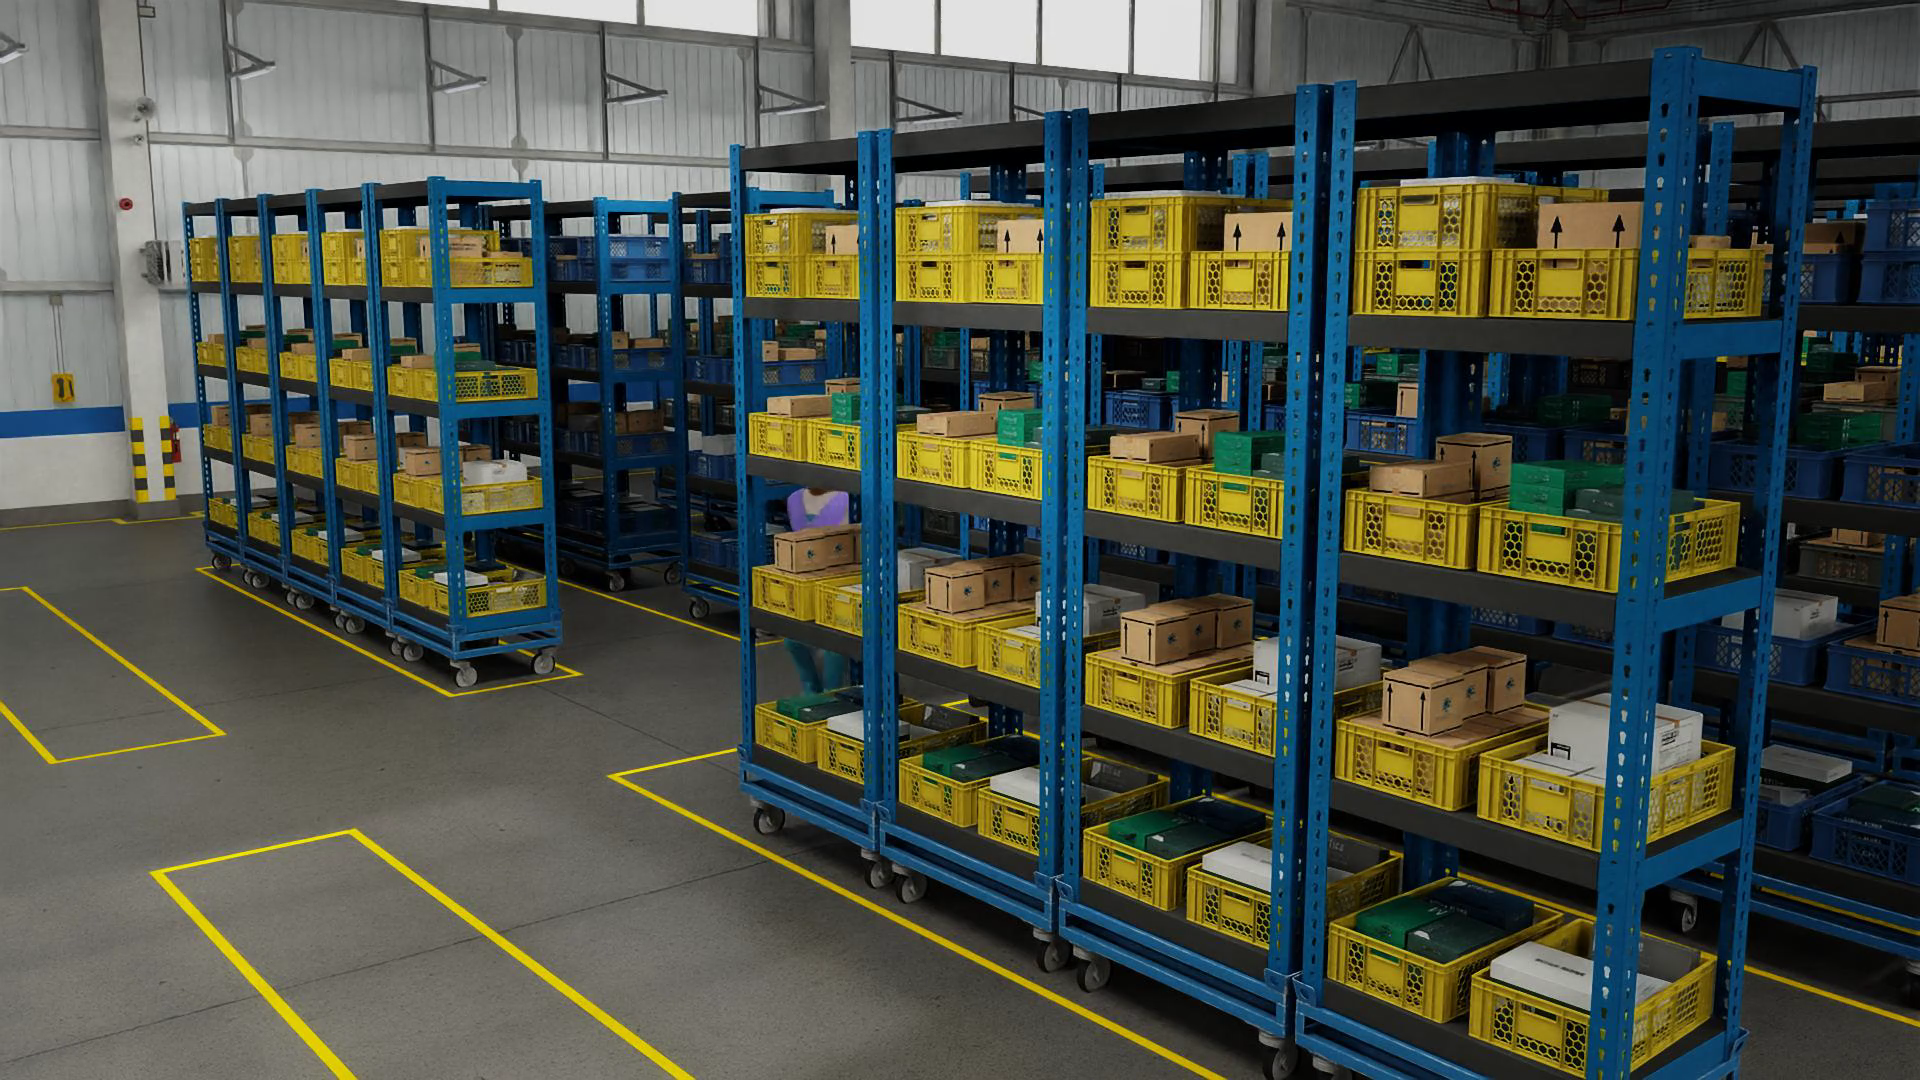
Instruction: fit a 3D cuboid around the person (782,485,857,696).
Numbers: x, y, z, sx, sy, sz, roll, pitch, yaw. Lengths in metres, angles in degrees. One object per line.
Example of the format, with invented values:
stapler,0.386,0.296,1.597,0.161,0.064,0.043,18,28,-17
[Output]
person,-0.919,0.298,10.962,0.563,1.829,0.461,6,11,32
